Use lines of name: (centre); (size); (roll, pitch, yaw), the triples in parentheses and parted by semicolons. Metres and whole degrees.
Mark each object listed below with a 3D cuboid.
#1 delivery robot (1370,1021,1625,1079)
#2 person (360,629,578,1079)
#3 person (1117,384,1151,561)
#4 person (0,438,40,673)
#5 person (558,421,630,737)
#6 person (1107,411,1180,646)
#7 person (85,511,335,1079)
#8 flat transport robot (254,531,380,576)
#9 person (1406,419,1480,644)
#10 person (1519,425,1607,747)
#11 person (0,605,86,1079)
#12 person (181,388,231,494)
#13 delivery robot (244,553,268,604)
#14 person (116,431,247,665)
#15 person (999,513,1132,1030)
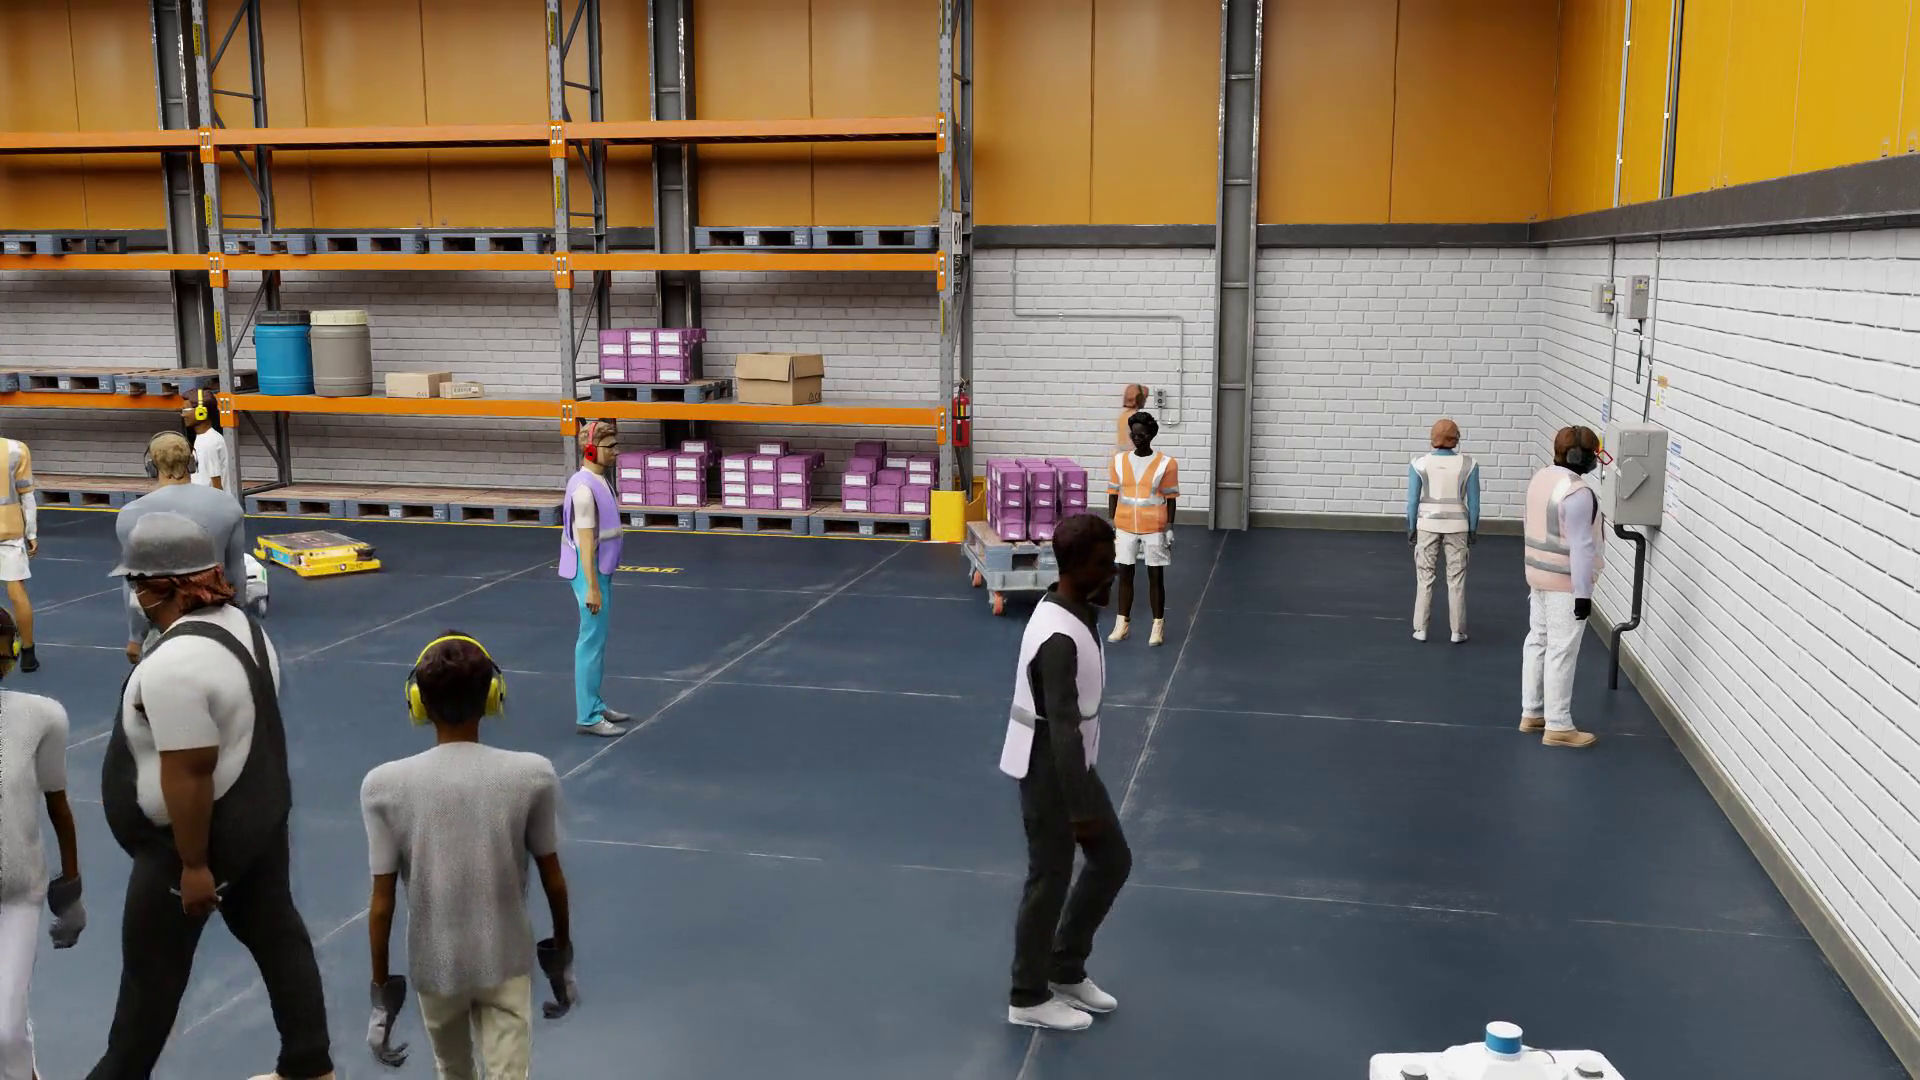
delivery robot: (1.577, 1.650, 4.849); (0.707, 0.478, 0.477); (0, 10, -2)
person: (-1.279, 1.147, 4.366); (0.532, 1.830, 0.975); (-2, 10, -13)
person: (1.615, -0.629, 15.437); (0.347, 1.632, 0.542); (-3, 10, -17)
person: (-6.466, -0.048, 11.094); (0.552, 1.936, 0.360); (-8, 12, -39)
person: (-2.158, 0.222, 9.766); (0.373, 1.843, 0.571); (-1, 10, -6)
person: (1.307, -0.082, 12.010); (0.540, 1.696, 0.316); (4, 10, 22)
person: (-2.506, 0.878, 5.307); (0.958, 2.000, 0.709); (0, 10, 0)
flat transport robot: (-5.864, 0.104, 15.118); (0.652, 0.197, 1.431); (-8, 12, -39)
person: (3.491, -0.059, 12.041); (0.514, 1.640, 0.311); (3, 10, 18)
person: (3.480, 0.256, 9.585); (0.429, 1.839, 0.633); (-1, 10, -6)
person: (-2.889, 1.048, 4.933); (0.525, 1.829, 0.805); (-4, 10, -21)
person: (-5.374, -0.149, 11.895); (0.327, 1.872, 0.516); (-5, 11, -27)
delivery robot: (-5.663, 0.270, 13.022); (0.477, 0.478, 0.707); (-6, 11, -32)
person: (-3.857, 0.424, 8.306); (0.366, 1.935, 0.630); (7, 12, 37)
person: (0.411, 0.844, 5.912); (0.547, 1.897, 0.630); (2, 10, 11)
